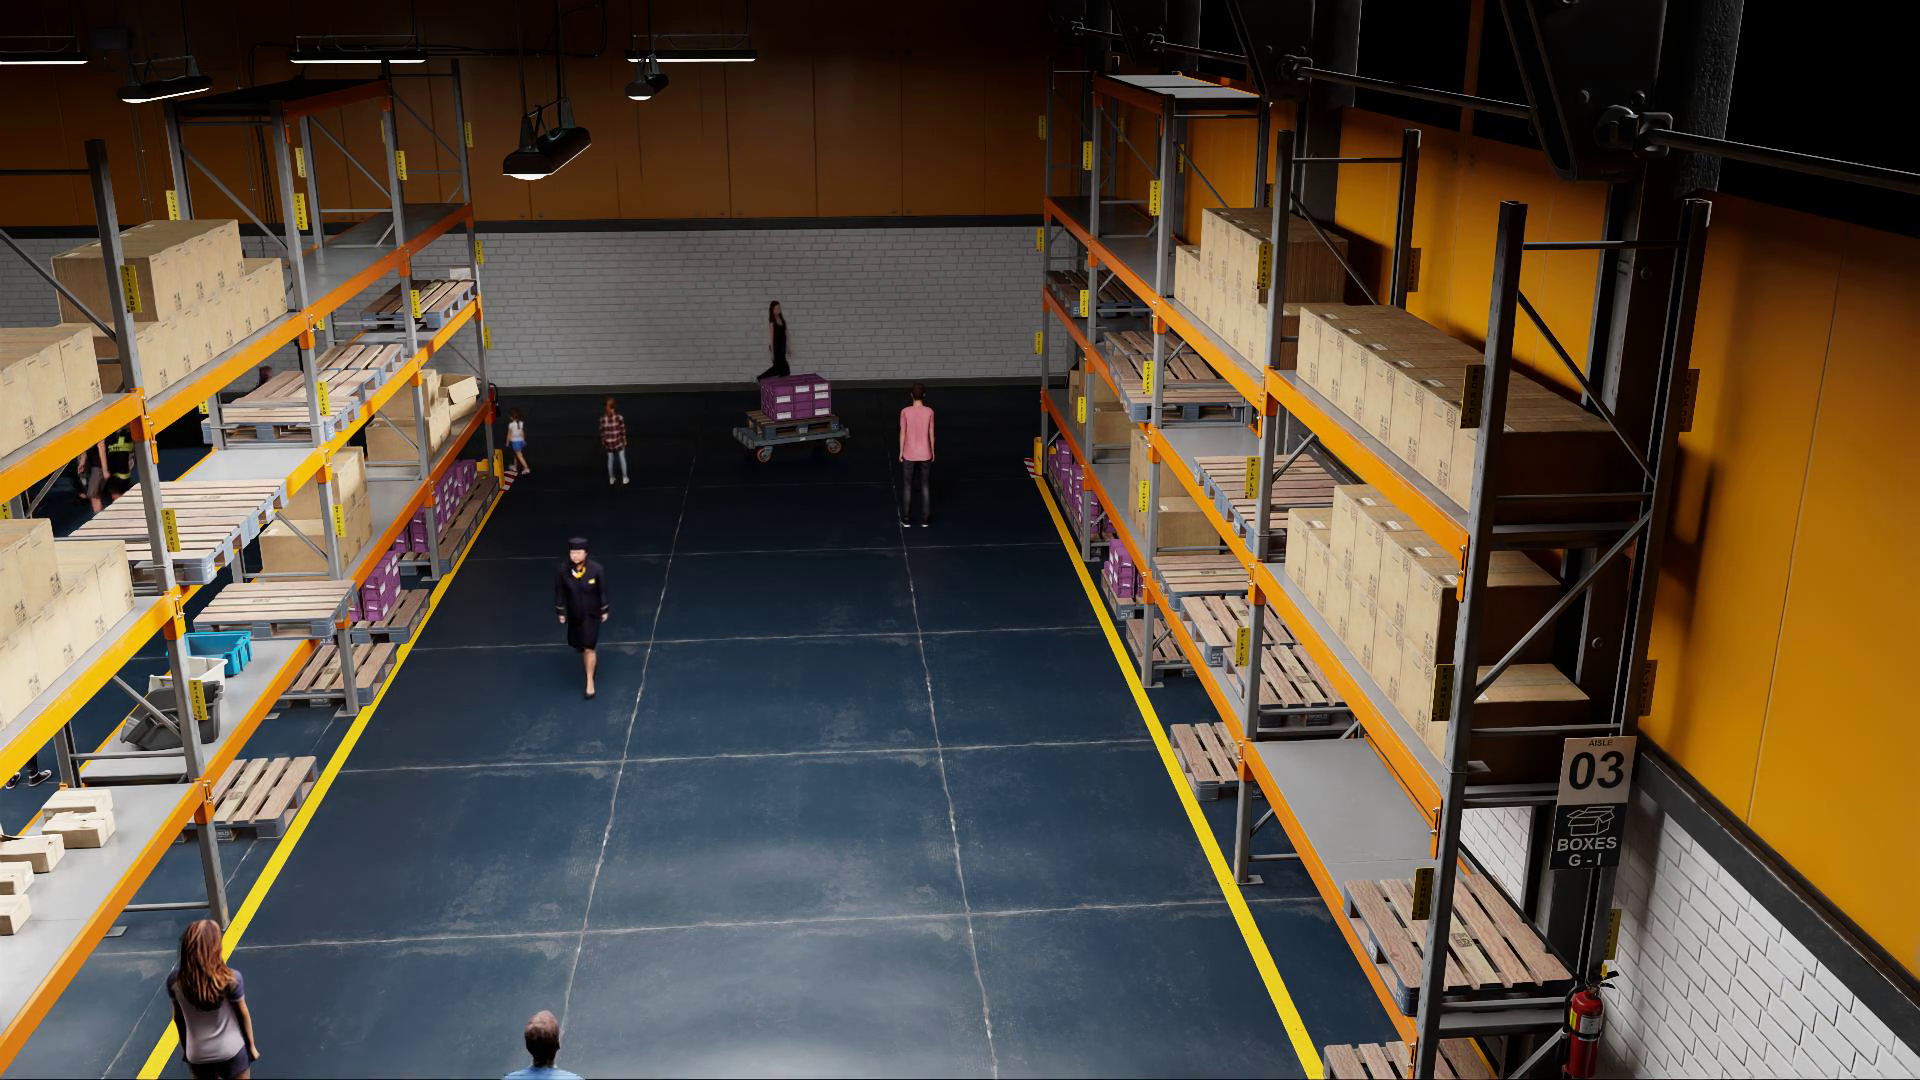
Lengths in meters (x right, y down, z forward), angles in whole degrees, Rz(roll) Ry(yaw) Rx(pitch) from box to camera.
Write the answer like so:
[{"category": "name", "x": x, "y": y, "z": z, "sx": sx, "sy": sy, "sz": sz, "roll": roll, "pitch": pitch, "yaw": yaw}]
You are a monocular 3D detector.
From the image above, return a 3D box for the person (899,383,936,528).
[{"category": "person", "x": -0.575, "y": -1.135, "z": 22.241, "sx": 0.638, "sy": 1.956, "sz": 0.564, "roll": -3, "pitch": 19, "yaw": -8}]

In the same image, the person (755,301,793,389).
[{"category": "person", "x": -3.271, "y": -3.343, "z": 29.183, "sx": 1.031, "sy": 1.710, "sz": 1.115, "roll": 9, "pitch": 21, "yaw": 25}]

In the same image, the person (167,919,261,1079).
[{"category": "person", "x": -4.502, "y": 3.087, "z": 10.060, "sx": 0.607, "sy": 1.730, "sz": 0.542, "roll": -1, "pitch": 19, "yaw": -2}]

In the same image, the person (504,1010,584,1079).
[{"category": "person", "x": -2.232, "y": 3.430, "z": 8.946, "sx": 0.674, "sy": 1.792, "sz": 0.830, "roll": -2, "pitch": 19, "yaw": -5}]

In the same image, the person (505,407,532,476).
[{"category": "person", "x": -6.551, "y": -1.452, "z": 24.674, "sx": 0.712, "sy": 1.004, "sz": 0.708, "roll": 10, "pitch": 21, "yaw": 28}]

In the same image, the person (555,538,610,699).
[{"category": "person", "x": -3.856, "y": 0.753, "z": 17.110, "sx": 0.736, "sy": 1.654, "sz": 0.973, "roll": 0, "pitch": 19, "yaw": -1}]

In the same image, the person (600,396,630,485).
[{"category": "person", "x": -5.047, "y": -1.445, "z": 24.189, "sx": 0.583, "sy": 1.301, "sz": 0.584, "roll": 2, "pitch": 19, "yaw": 5}]
